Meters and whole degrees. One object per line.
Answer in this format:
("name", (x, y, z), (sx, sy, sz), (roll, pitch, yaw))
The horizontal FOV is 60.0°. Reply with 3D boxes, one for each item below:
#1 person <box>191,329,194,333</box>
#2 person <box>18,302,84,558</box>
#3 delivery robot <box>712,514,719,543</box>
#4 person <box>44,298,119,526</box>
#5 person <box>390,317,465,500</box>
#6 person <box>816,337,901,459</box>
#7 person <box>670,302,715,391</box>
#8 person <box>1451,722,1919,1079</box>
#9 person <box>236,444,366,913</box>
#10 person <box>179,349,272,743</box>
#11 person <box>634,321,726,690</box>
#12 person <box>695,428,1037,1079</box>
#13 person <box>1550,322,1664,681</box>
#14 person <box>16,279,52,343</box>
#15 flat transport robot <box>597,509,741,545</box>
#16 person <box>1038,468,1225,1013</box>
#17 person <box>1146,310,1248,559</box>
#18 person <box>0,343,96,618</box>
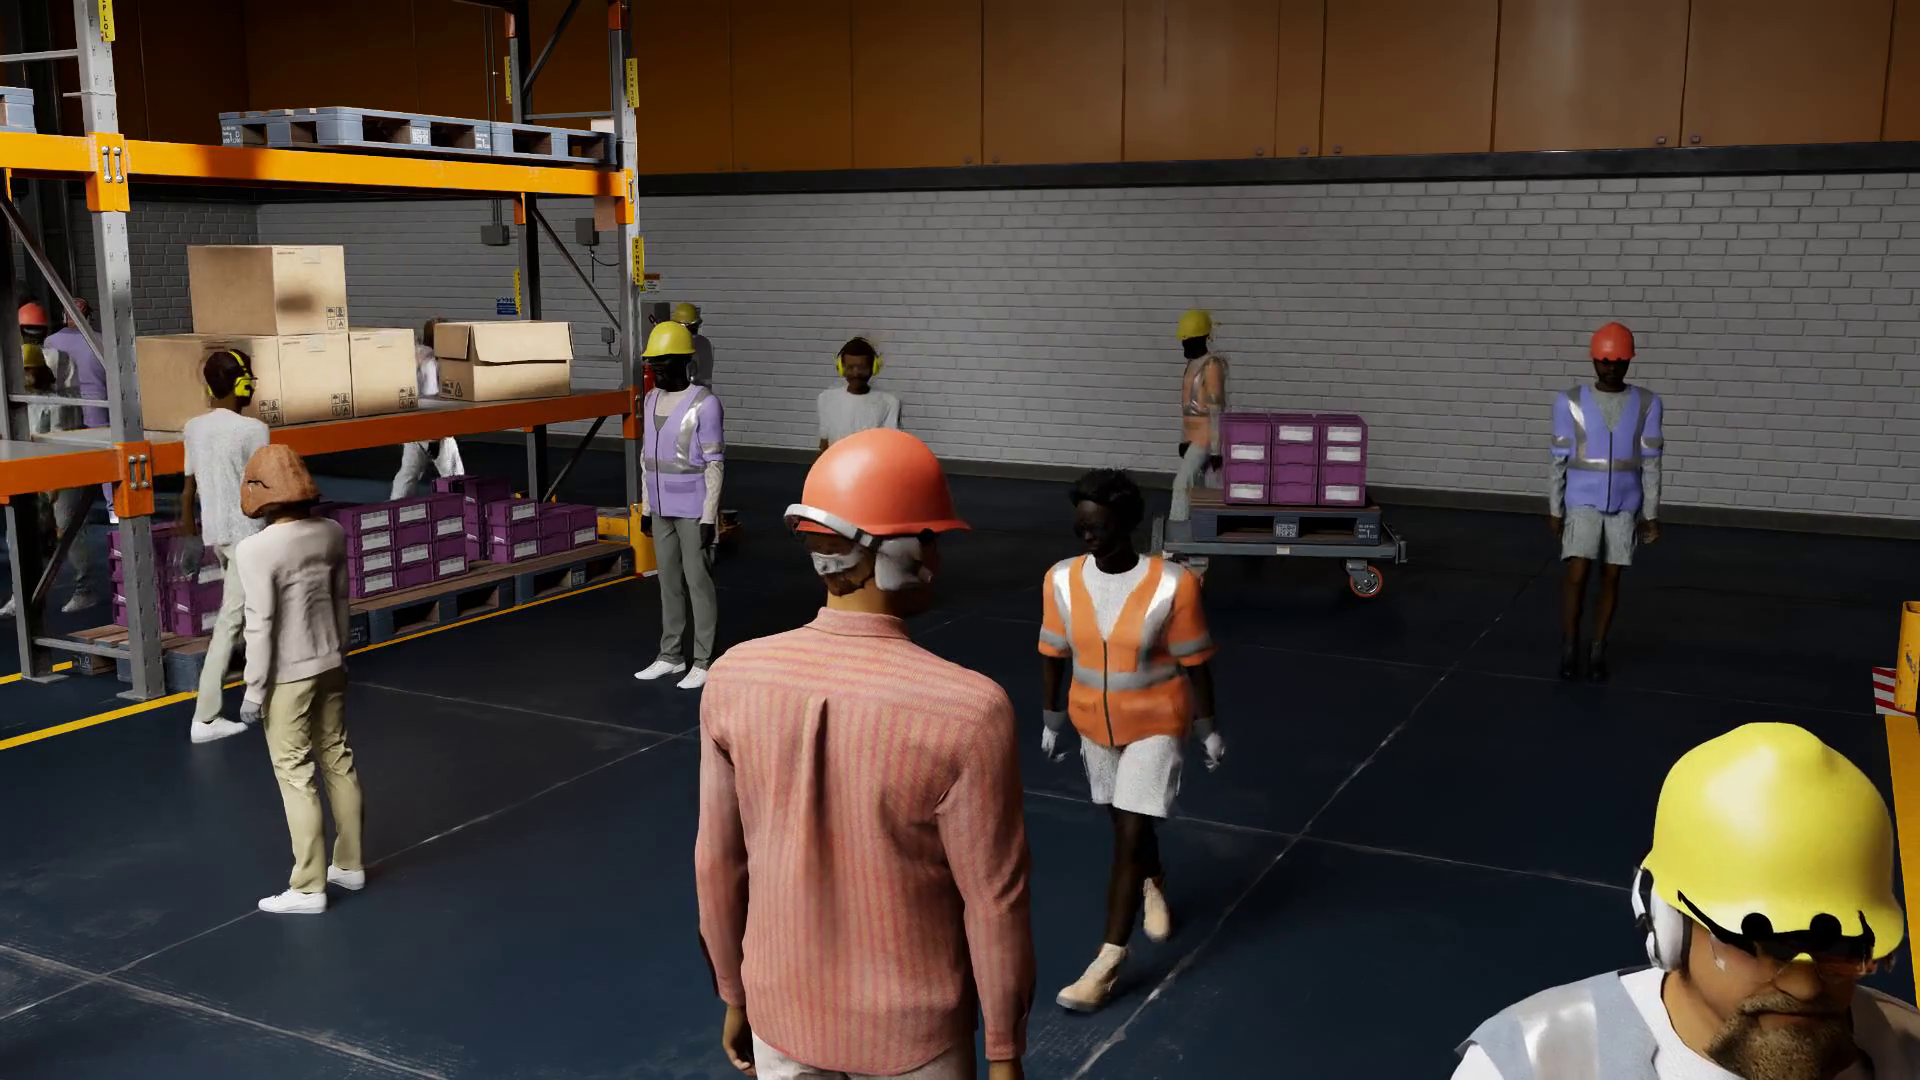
("person", (-7.744, -1.615, 17.301), (0.429, 1.842, 0.633), (3, 10, 17))
("person", (-6.725, -0.778, 12.213), (0.553, 1.923, 0.596), (-7, 12, -35))
("delivery robot", (-2.017, -0.145, 12.238), (0.477, 0.478, 0.707), (-4, 11, -22))
("person", (-7.281, -1.054, 13.868), (0.652, 1.906, 0.402), (-4, 10, -19))
("person", (-4.100, -0.843, 13.017), (0.970, 1.782, 0.742), (-8, 12, -37))
("person", (-0.596, -0.259, 9.570), (0.530, 1.808, 1.021), (0, 10, 0))
("person", (-2.450, -1.226, 15.063), (0.404, 1.837, 0.588), (3, 10, 18))
("person", (0.785, 1.074, 1.759), (0.599, 1.830, 0.404), (0, 10, -2))
("person", (-2.303, 0.479, 5.779), (0.275, 1.631, 0.507), (3, 10, 18))
("person", (-3.393, 0.001, 8.006), (0.519, 1.823, 0.968), (5, 11, 28))
("person", (-1.481, -0.180, 8.746), (0.585, 1.927, 0.366), (8, 13, 39))
("person", (-0.152, 0.803, 2.866), (0.623, 1.990, 0.391), (5, 11, 26))
("person", (3.411, -0.178, 8.780), (0.544, 1.919, 0.577), (2, 10, 11))
("person", (-9.042, -1.526, 16.207), (0.709, 2.000, 0.535), (4, 10, 20))
("flat transport robot", (-2.510, -0.111, 13.110), (1.431, 0.197, 0.652), (1, 11, 10))
("person", (0.543, 0.570, 5.238), (0.580, 1.639, 0.871), (6, 12, 32))
("person", (1.867, -0.770, 12.311), (0.940, 1.881, 0.608), (0, 10, -2))
("person", (-5.786, -0.361, 10.405), (0.499, 1.716, 0.732), (3, 10, 18))
